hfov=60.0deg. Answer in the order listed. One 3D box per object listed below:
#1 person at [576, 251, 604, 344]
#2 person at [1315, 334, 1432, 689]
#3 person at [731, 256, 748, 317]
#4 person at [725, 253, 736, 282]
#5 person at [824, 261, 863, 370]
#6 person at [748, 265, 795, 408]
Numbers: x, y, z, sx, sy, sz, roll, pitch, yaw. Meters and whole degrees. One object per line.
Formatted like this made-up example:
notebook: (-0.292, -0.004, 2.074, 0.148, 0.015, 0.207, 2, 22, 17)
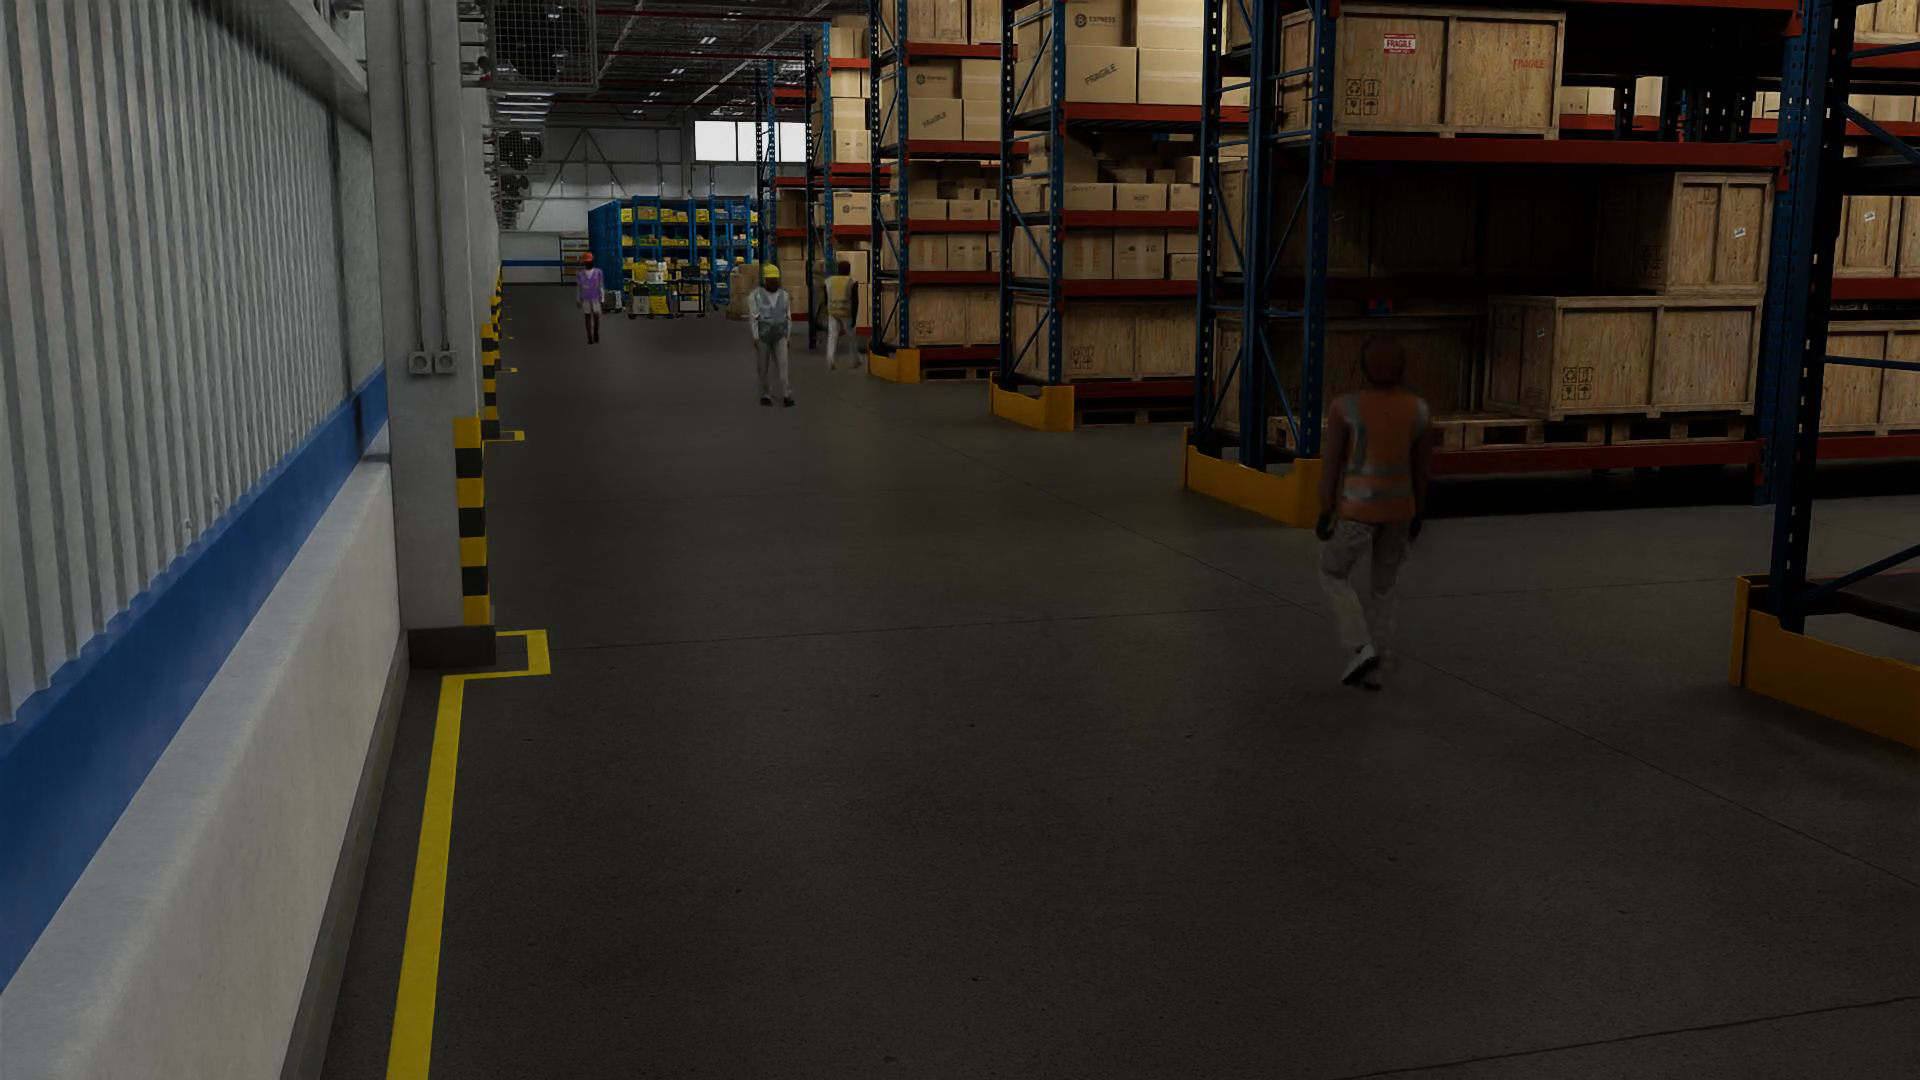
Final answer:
person: (-7.632, -4.974, 34.263, 0.565, 1.912, 0.660, -2, 10, -9)
person: (1.876, -0.113, 7.540, 0.544, 1.626, 0.373, -2, 10, -10)
person: (-6.366, -7.319, 48.074, 0.485, 1.736, 0.358, 2, 10, 12)
person: (-8.511, -9.706, 61.358, 0.577, 1.810, 0.617, -4, 11, -24)
person: (-1.941, -3.684, 27.346, 0.639, 1.793, 0.979, 3, 10, 17)
person: (-2.336, -2.544, 20.882, 0.600, 1.788, 0.886, -4, 11, -24)
